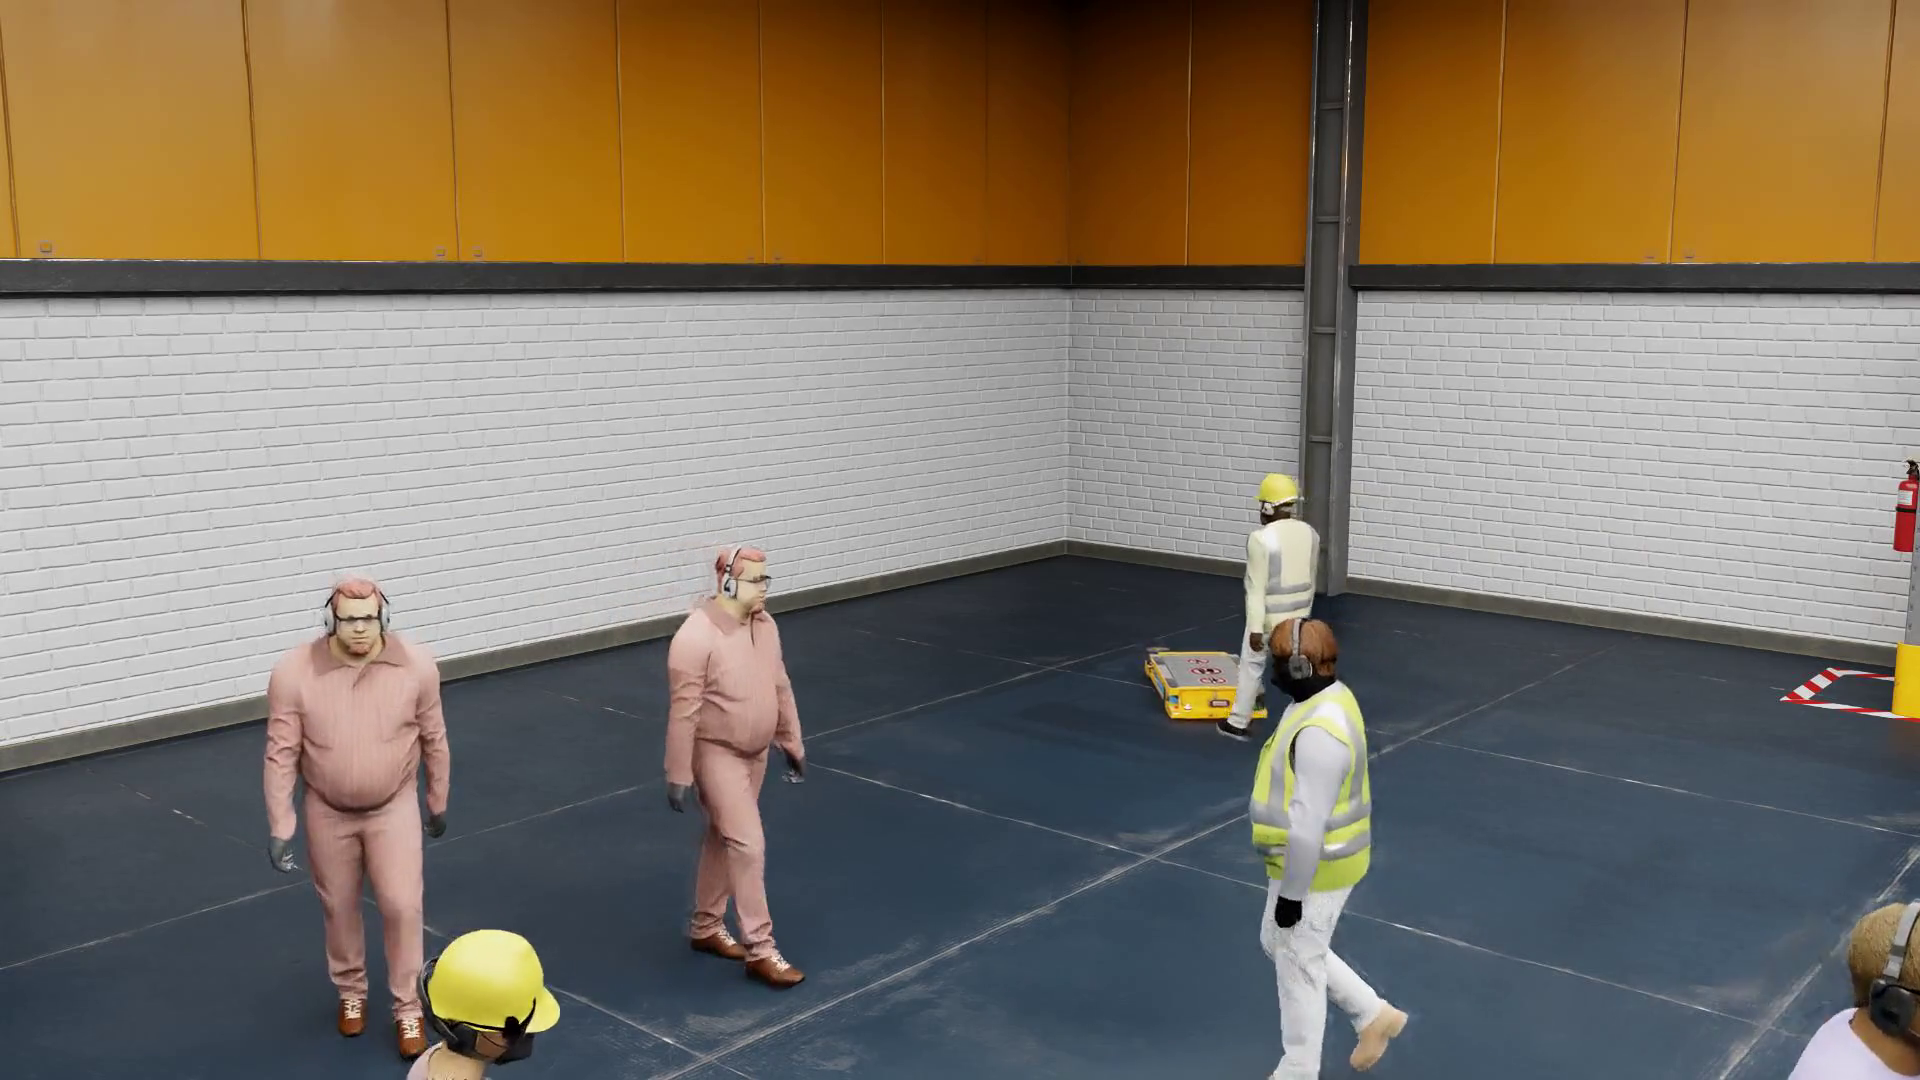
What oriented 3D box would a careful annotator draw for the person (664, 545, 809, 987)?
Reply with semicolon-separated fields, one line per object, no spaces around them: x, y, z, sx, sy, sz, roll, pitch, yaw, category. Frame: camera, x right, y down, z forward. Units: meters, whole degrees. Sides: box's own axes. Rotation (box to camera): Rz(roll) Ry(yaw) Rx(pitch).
-0.888;0.958;7.194;0.826;1.874;0.674;4;10;26;person

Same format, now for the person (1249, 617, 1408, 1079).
1.318;1.177;6.023;0.546;1.821;0.626;1;9;9;person

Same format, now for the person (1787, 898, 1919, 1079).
1.657;1.582;3.258;0.968;1.903;0.642;7;12;38;person

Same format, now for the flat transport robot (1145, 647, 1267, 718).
1.739;1.011;11.908;0.652;0.197;1.431;0;9;-1;flat transport robot

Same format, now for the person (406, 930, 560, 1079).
-1.015;1.630;3.463;0.721;1.724;0.585;-3;10;-21;person

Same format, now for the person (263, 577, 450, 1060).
-2.329;1.079;6.469;0.676;1.878;0.773;-3;10;-19;person

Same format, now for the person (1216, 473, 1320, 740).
2.037;0.466;10.583;0.604;1.790;0.941;-5;11;-31;person
